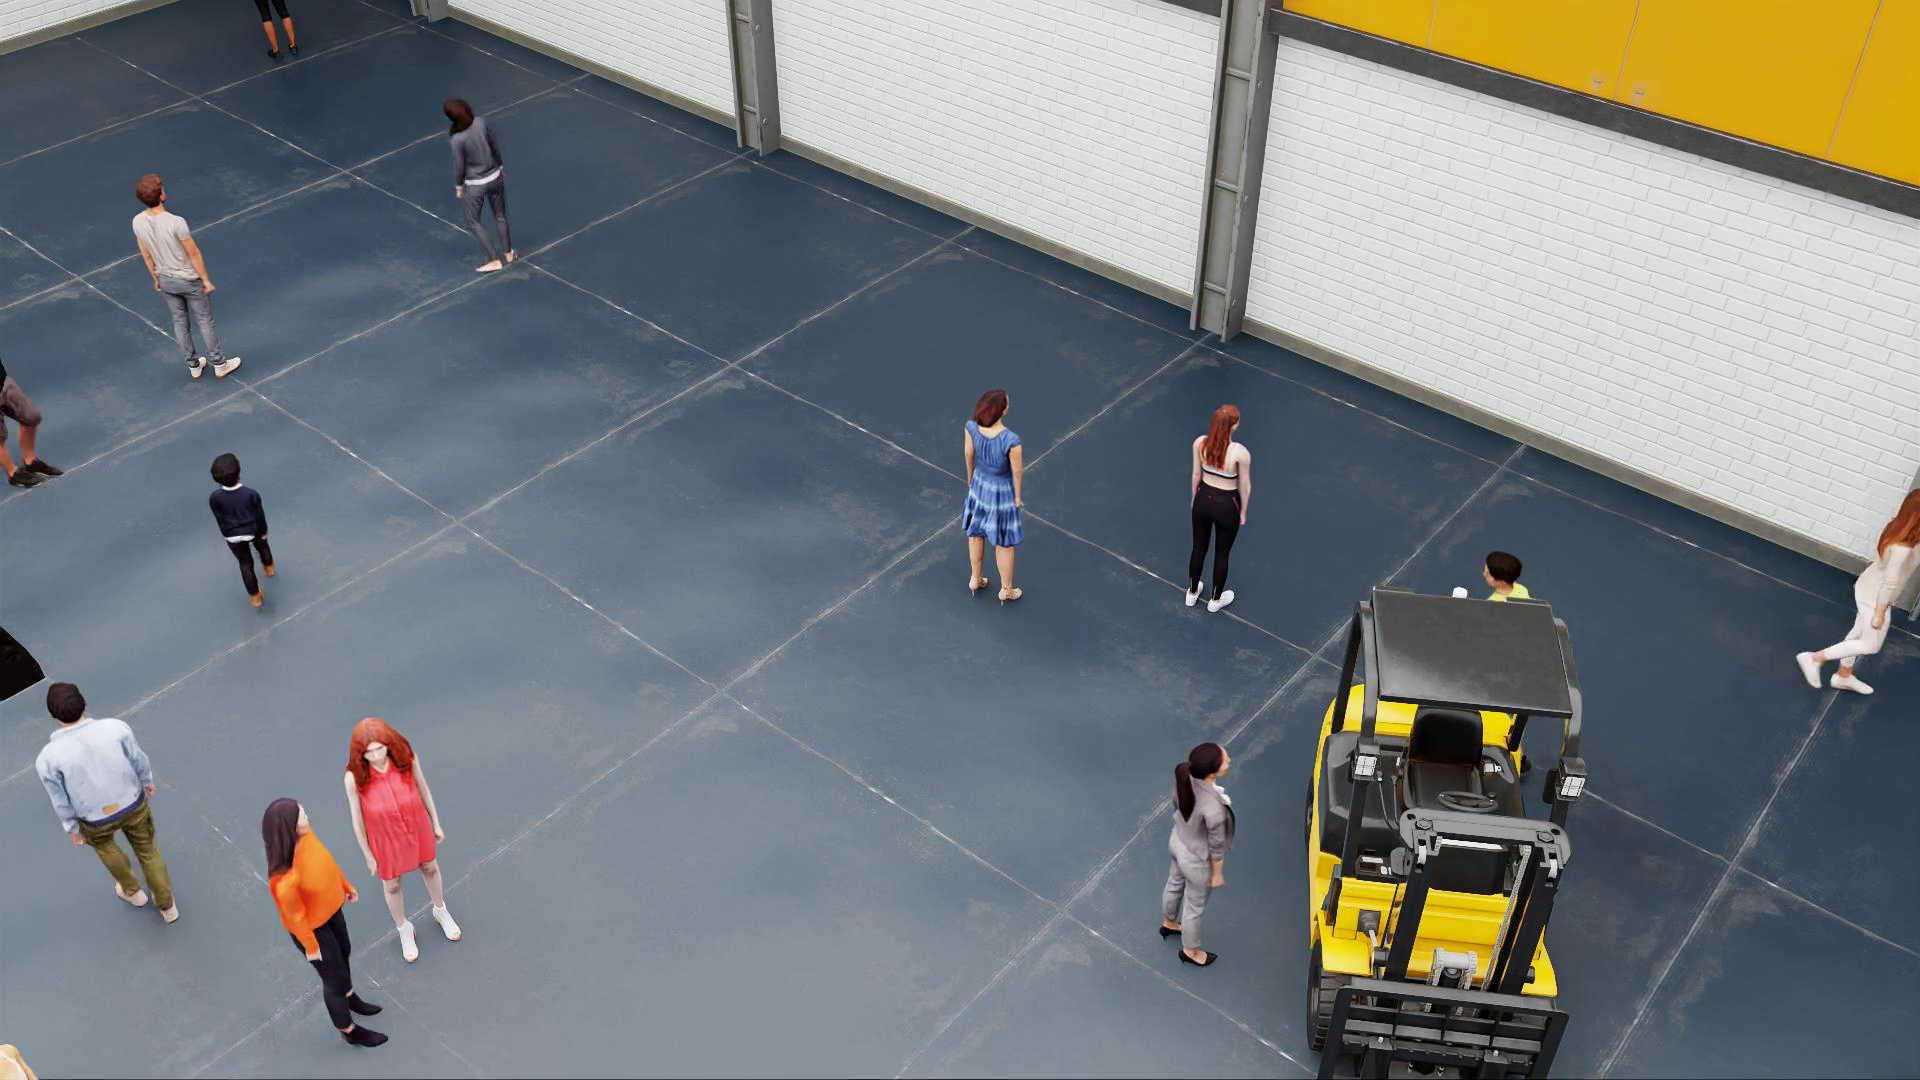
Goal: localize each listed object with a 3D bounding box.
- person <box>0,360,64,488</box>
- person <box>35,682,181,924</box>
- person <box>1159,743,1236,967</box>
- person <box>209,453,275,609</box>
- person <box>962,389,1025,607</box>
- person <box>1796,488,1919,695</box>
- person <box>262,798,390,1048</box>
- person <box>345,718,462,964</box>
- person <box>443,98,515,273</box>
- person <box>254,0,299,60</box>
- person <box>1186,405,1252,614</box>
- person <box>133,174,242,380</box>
[{"bbox_3d":[-7.666,-1.184,12.973,0.833,1.848,0.806,6,39,7],"label":"person"},{"bbox_3d":[-4.850,1.580,9.554,0.754,1.795,0.768,-28,46,-30],"label":"person"},{"bbox_3d":[1.322,1.769,9.412,0.775,1.678,0.673,-14,41,-17],"label":"person"},{"bbox_3d":[-5.218,-0.059,12.083,0.740,1.200,0.904,-13,40,-16],"label":"person"},{"bbox_3d":[0.247,-0.308,11.910,0.544,1.805,0.748,22,44,25],"label":"person"},{"bbox_3d":[6.067,0.359,11.160,0.861,1.698,0.733,15,41,18],"label":"person"},{"bbox_3d":[-3.559,2.051,9.011,0.842,1.738,0.782,-1,39,-1],"label":"person"},{"bbox_3d":[-3.162,1.675,9.410,0.653,1.826,0.615,-23,44,-26],"label":"person"},{"bbox_3d":[-4.538,-3.426,15.862,0.684,1.746,0.563,-24,45,-27],"label":"person"},{"bbox_3d":[-8.323,-6.657,19.907,0.637,1.747,0.588,-26,46,-29],"label":"person"},{"bbox_3d":[1.825,-0.224,11.855,0.513,1.742,0.679,20,43,23],"label":"person"},{"bbox_3d":[-6.689,-2.242,14.256,0.701,1.899,0.803,3,39,3],"label":"person"}]
